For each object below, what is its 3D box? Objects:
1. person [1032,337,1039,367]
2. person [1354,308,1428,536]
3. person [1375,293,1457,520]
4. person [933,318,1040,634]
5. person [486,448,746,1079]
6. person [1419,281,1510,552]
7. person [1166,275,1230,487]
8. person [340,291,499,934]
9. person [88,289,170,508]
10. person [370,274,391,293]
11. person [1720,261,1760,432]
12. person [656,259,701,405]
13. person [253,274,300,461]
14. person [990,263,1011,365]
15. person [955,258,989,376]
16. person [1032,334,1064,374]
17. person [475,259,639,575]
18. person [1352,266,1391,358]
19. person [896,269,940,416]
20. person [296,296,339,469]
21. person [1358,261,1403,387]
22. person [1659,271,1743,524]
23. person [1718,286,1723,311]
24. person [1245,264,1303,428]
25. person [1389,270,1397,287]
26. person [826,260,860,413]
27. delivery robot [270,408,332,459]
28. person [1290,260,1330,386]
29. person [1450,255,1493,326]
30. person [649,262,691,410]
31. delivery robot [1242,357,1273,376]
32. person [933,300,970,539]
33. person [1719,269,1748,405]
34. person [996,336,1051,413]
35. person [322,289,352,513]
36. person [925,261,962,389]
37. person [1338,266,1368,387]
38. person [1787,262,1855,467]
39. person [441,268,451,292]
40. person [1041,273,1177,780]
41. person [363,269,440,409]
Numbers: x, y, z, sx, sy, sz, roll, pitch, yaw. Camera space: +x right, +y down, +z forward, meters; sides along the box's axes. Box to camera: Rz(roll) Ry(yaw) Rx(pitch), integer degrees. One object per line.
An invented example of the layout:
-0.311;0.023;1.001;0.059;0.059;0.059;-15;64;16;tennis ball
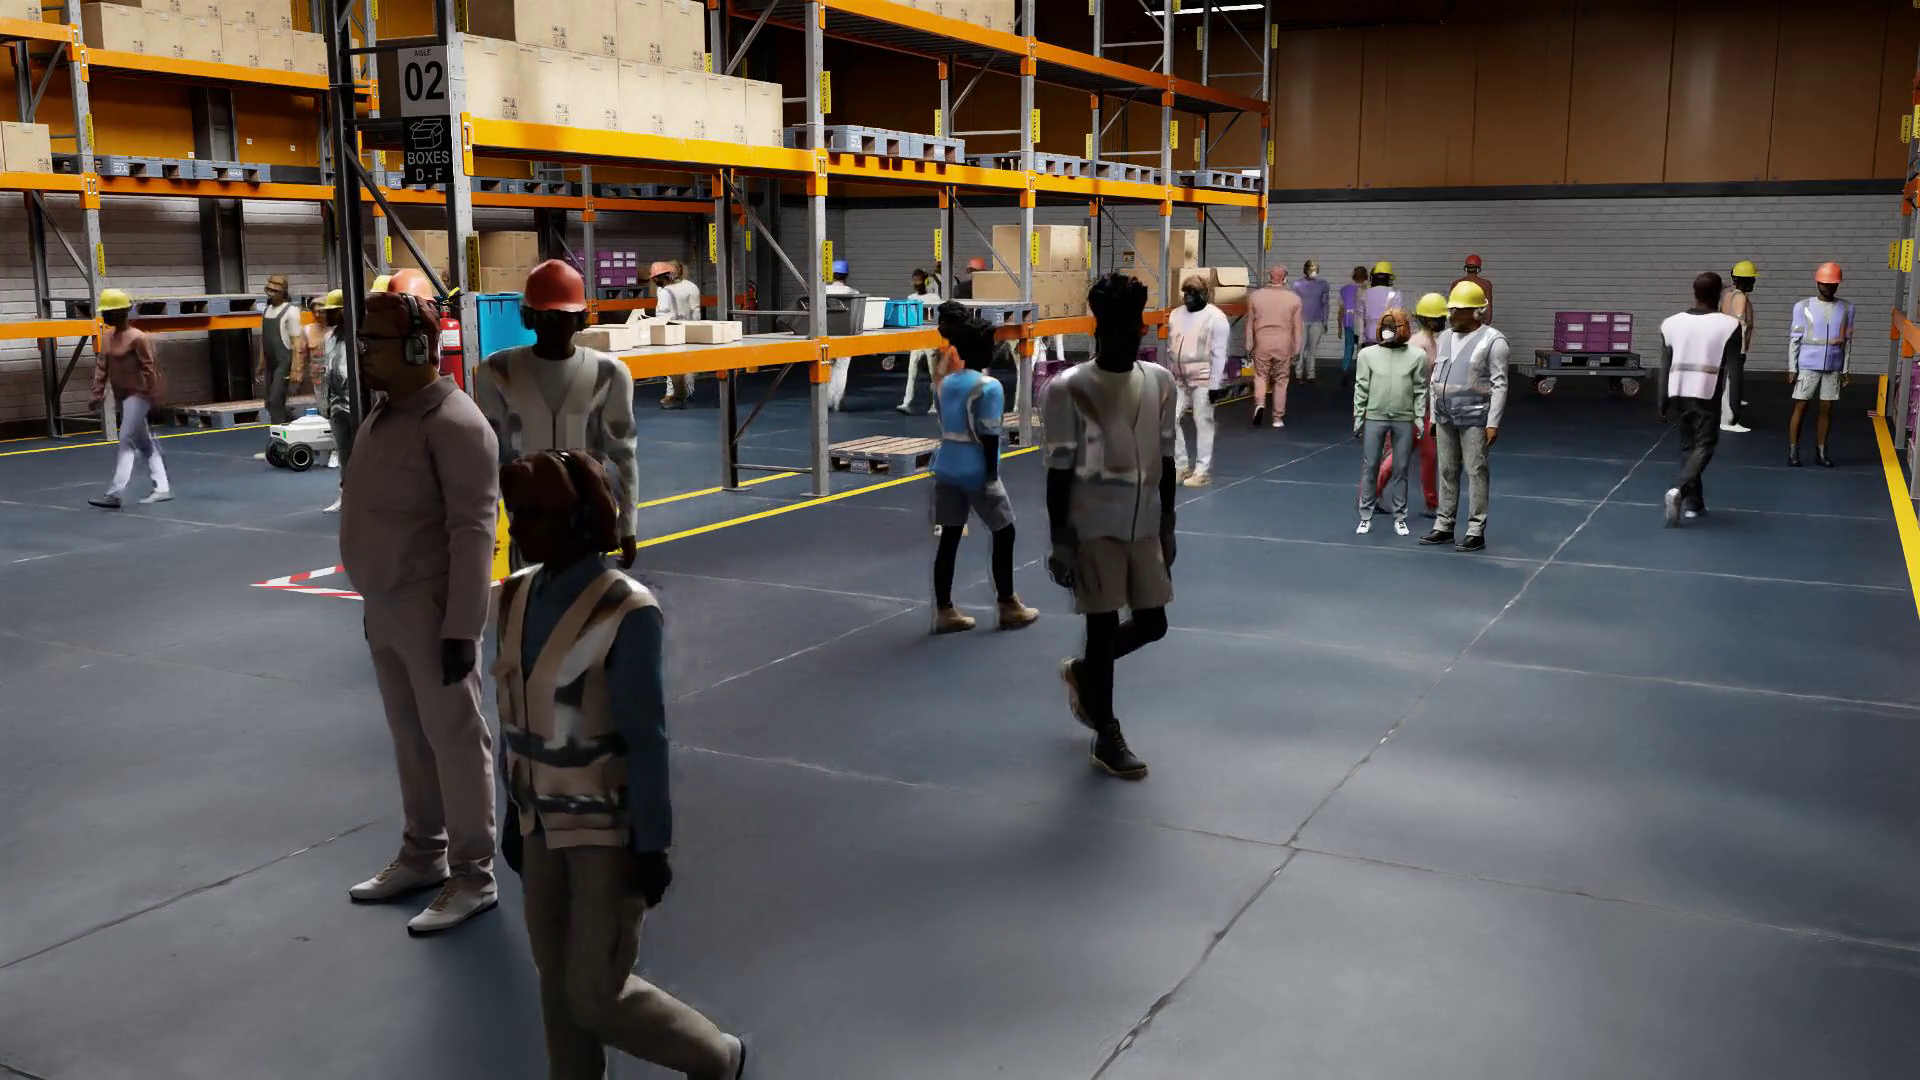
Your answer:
1.305;-3.754;28.330;0.622;1.804;0.961;6;11;29;person
3.081;-0.843;11.934;0.508;1.632;0.269;2;10;11;person
3.429;-1.014;12.682;0.726;1.722;0.626;6;12;32;person
0.144;-0.345;8.907;0.708;1.666;0.557;-8;12;-37;person
-0.757;0.608;3.554;0.515;1.631;0.436;9;14;43;person
3.425;-0.839;11.339;0.404;1.828;0.603;-6;12;-32;person
1.984;-1.352;14.320;0.660;1.825;0.537;10;14;44;person
-1.645;0.214;5.019;0.407;1.910;0.639;-9;13;-43;person
-6.673;-1.107;13.184;0.518;1.727;0.832;7;12;34;person
-5.707;-1.778;16.828;0.586;1.809;0.803;8;13;39;person
8.827;-2.192;18.895;0.368;1.928;0.585;2;10;11;person
-3.773;-2.775;22.238;0.637;1.936;0.355;3;10;17;person
-6.698;-1.700;16.350;0.591;1.824;0.664;8;12;38;person
0.705;-4.131;30.089;0.632;1.940;0.372;-2;10;-13;person
0.157;-2.896;22.927;0.624;1.975;0.885;5;11;28;person
1.477;-3.594;27.258;0.724;1.826;0.977;6;11;30;person
-1.576;-0.090;6.545;0.628;1.983;1.054;-3;10;-15;person
5.747;-2.862;23.021;0.627;1.844;0.429;0;10;2;person
-0.467;-2.461;20.767;0.537;1.820;0.973;5;11;26;person
-5.936;-1.467;15.568;0.567;1.617;0.575;1;10;8;person
5.315;-2.558;21.021;0.612;1.920;0.408;7;12;36;person
5.540;-1.069;12.517;0.855;1.892;0.601;-9;13;-43;person
10.506;-2.747;23.070;0.549;1.580;0.838;-2;10;-12;person
3.620;-2.221;19.170;0.665;1.889;0.473;3;10;17;person
6.207;-3.086;24.410;0.518;1.810;0.629;-7;12;-34;person
-1.532;-2.589;21.196;0.641;1.920;0.653;1;10;8;person
-6.098;-0.998;15.677;0.707;0.478;0.477;-9;14;-44;delivery robot
5.348;-3.307;25.414;0.630;1.918;0.542;-2;10;-12;person
7.581;-3.228;24.697;0.612;1.995;0.377;4;10;20;person
-3.773;-2.630;21.497;0.484;1.903;0.637;1;10;3;person
4.624;-2.644;25.210;0.707;0.478;0.477;-2;10;-10;delivery robot
-0.035;-0.850;11.813;0.335;1.687;0.535;-1;10;-4;person
10.322;-2.732;22.202;0.313;1.865;0.528;-3;10;-14;person
0.831;-2.546;21.220;0.701;1.823;0.810;4;11;21;person
-4.724;-1.055;12.843;0.487;1.744;0.312;5;11;27;person
-0.189;-3.261;24.753;0.681;2.000;0.538;-7;12;-35;person
5.934;-3.164;24.800;0.603;1.831;0.427;5;11;27;person
8.121;-1.643;15.691;0.551;1.932;0.376;2;10;10;person
-6.410;-2.512;21.029;0.978;1.829;0.598;-8;13;-39;person
0.570;-0.069;6.529;0.625;1.947;0.597;-5;11;-28;person
-3.171;-0.594;9.642;0.541;1.932;0.382;5;11;26;person
